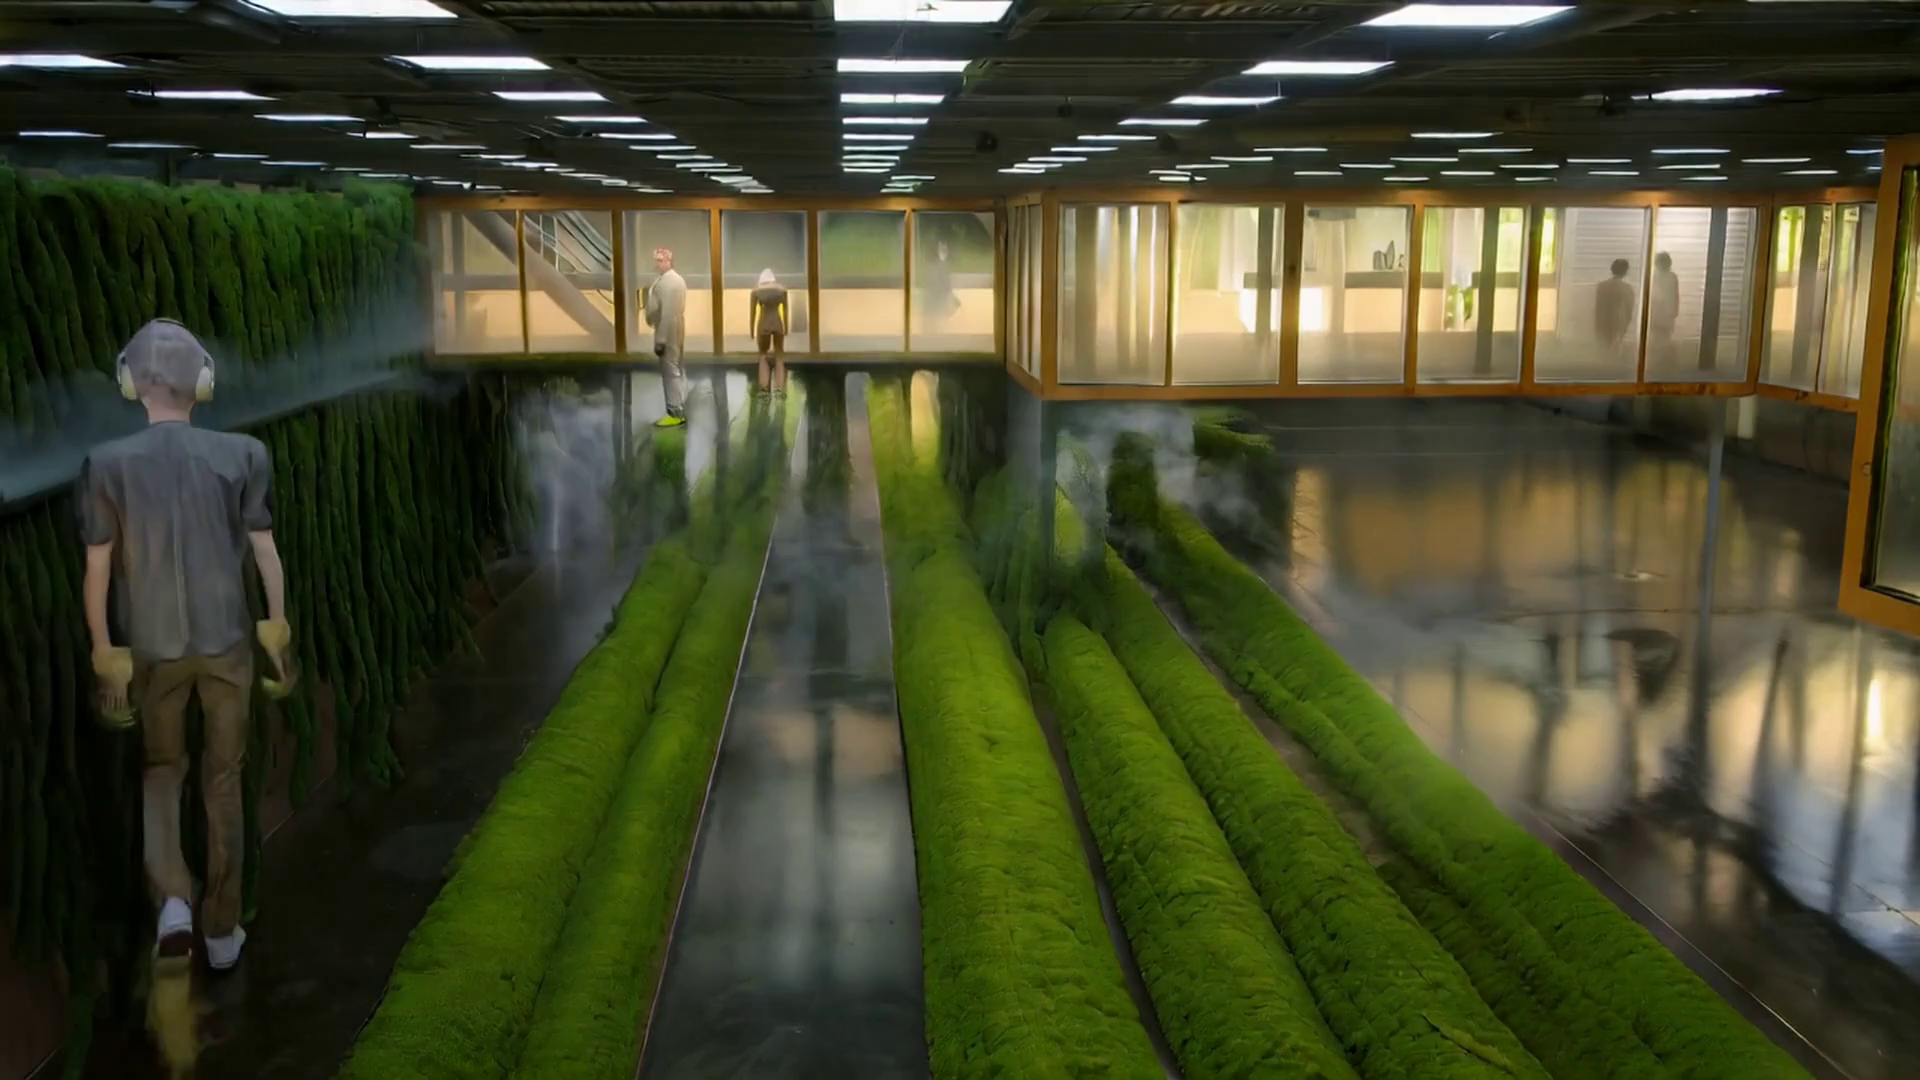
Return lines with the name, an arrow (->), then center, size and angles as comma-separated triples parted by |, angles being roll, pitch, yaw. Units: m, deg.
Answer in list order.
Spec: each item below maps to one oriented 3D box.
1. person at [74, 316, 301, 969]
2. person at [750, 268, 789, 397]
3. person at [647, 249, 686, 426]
person -> -2.149, 0.303, 4.705 | 0.521, 1.856, 0.389 | -4, 11, -19
person -> -2.412, -2.625, 21.076 | 0.502, 1.632, 0.277 | -3, 11, -17
person -> -3.172, -2.180, 17.960 | 0.405, 1.903, 0.636 | 1, 11, 4
